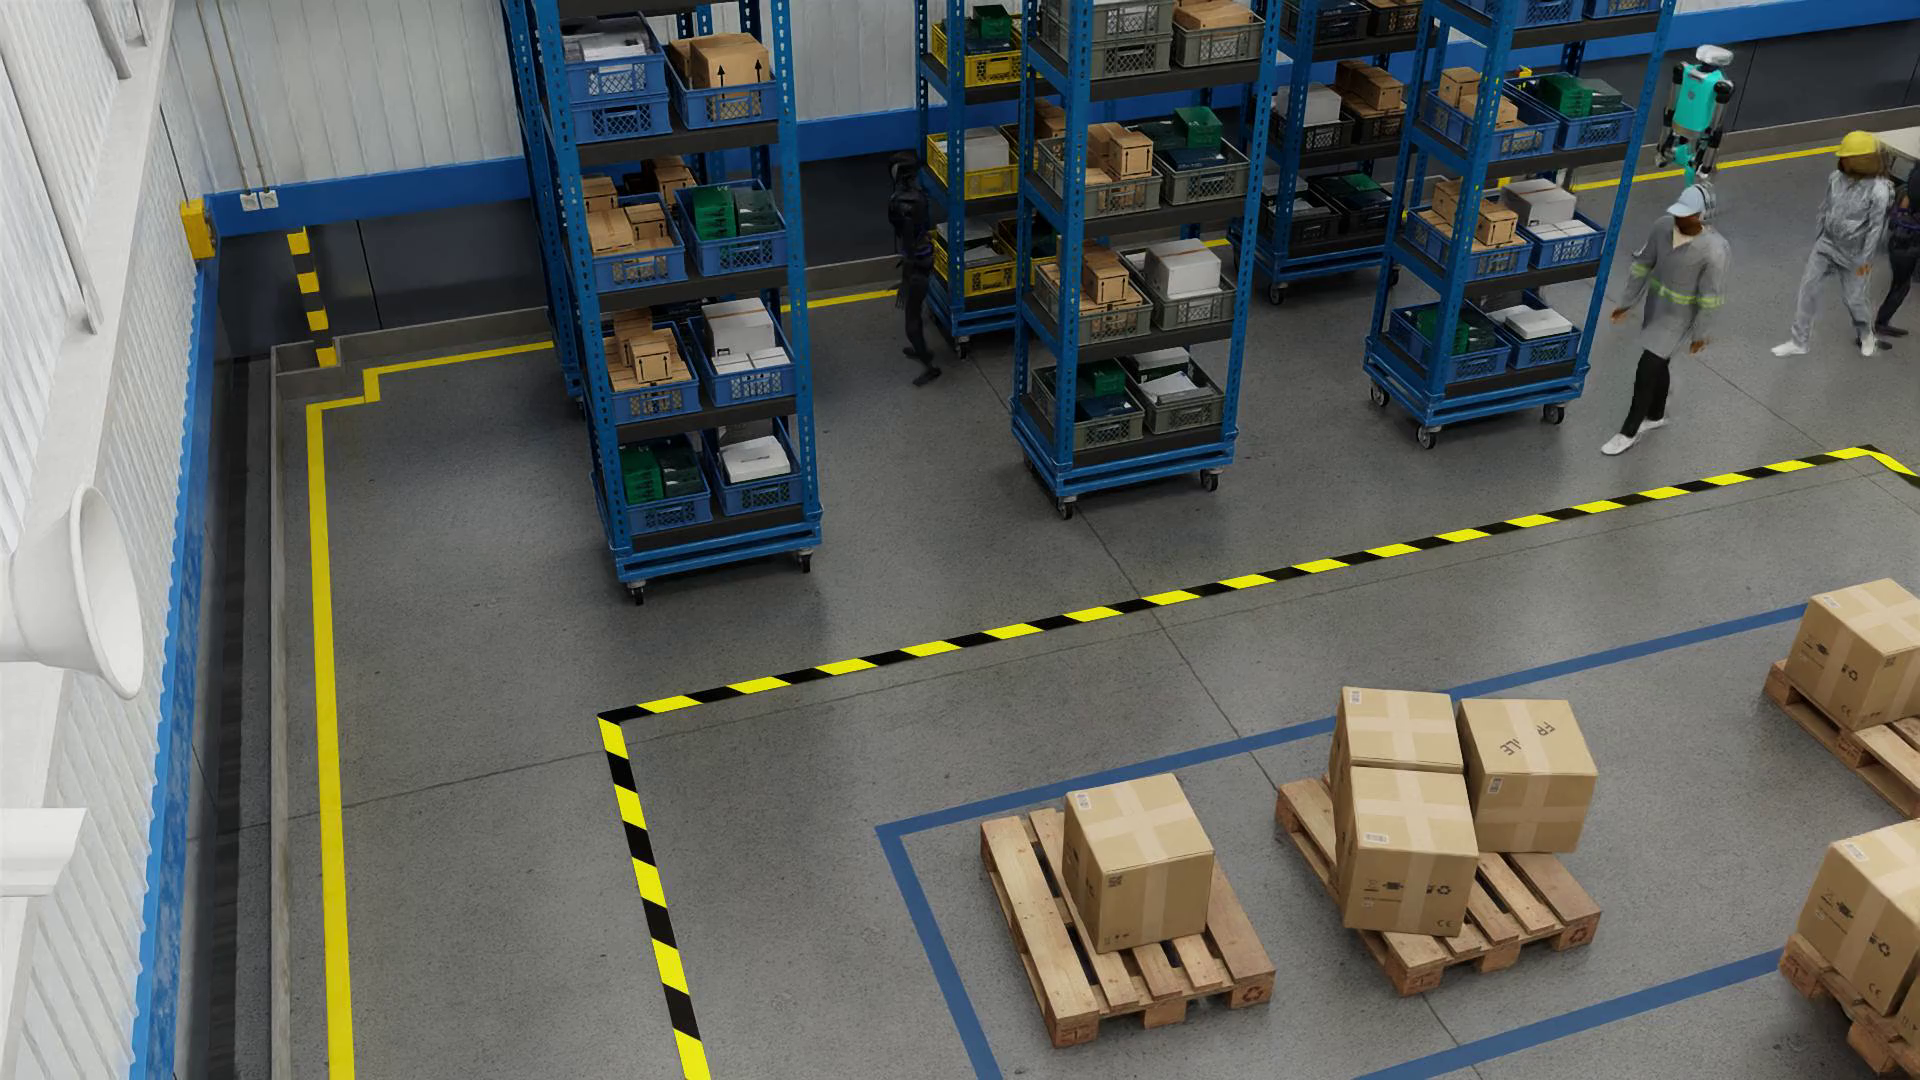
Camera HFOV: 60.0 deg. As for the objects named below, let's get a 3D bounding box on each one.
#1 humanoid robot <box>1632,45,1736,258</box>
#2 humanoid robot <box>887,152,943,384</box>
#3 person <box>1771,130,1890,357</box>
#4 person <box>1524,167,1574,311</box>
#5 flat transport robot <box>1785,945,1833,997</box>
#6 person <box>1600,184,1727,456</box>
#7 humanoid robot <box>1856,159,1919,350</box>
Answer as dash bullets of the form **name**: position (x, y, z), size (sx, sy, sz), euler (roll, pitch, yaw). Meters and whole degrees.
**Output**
- **humanoid robot**: position (5.931, -3.094, 13.223), size (1.032, 1.775, 0.546), euler (-18, 39, -24)
- **humanoid robot**: position (-0.319, -1.905, 11.533), size (0.372, 1.638, 0.607), euler (0, 35, -1)
- **person**: position (6.305, -2.089, 11.770), size (0.667, 1.706, 0.510), euler (-17, 39, -22)
- **person**: position (4.038, -2.277, 11.966), size (0.672, 1.787, 0.593), euler (22, 41, 28)
- **flat transport robot**: position (4.281, 2.111, 7.039), size (0.652, 0.197, 1.431), euler (-11, 37, -15)
- **person**: position (4.476, -1.427, 10.732), size (0.786, 1.825, 0.598), euler (-11, 37, -15)
- **humanoid robot**: position (6.814, -2.137, 11.852), size (0.396, 1.652, 0.602), euler (10, 36, 14)
